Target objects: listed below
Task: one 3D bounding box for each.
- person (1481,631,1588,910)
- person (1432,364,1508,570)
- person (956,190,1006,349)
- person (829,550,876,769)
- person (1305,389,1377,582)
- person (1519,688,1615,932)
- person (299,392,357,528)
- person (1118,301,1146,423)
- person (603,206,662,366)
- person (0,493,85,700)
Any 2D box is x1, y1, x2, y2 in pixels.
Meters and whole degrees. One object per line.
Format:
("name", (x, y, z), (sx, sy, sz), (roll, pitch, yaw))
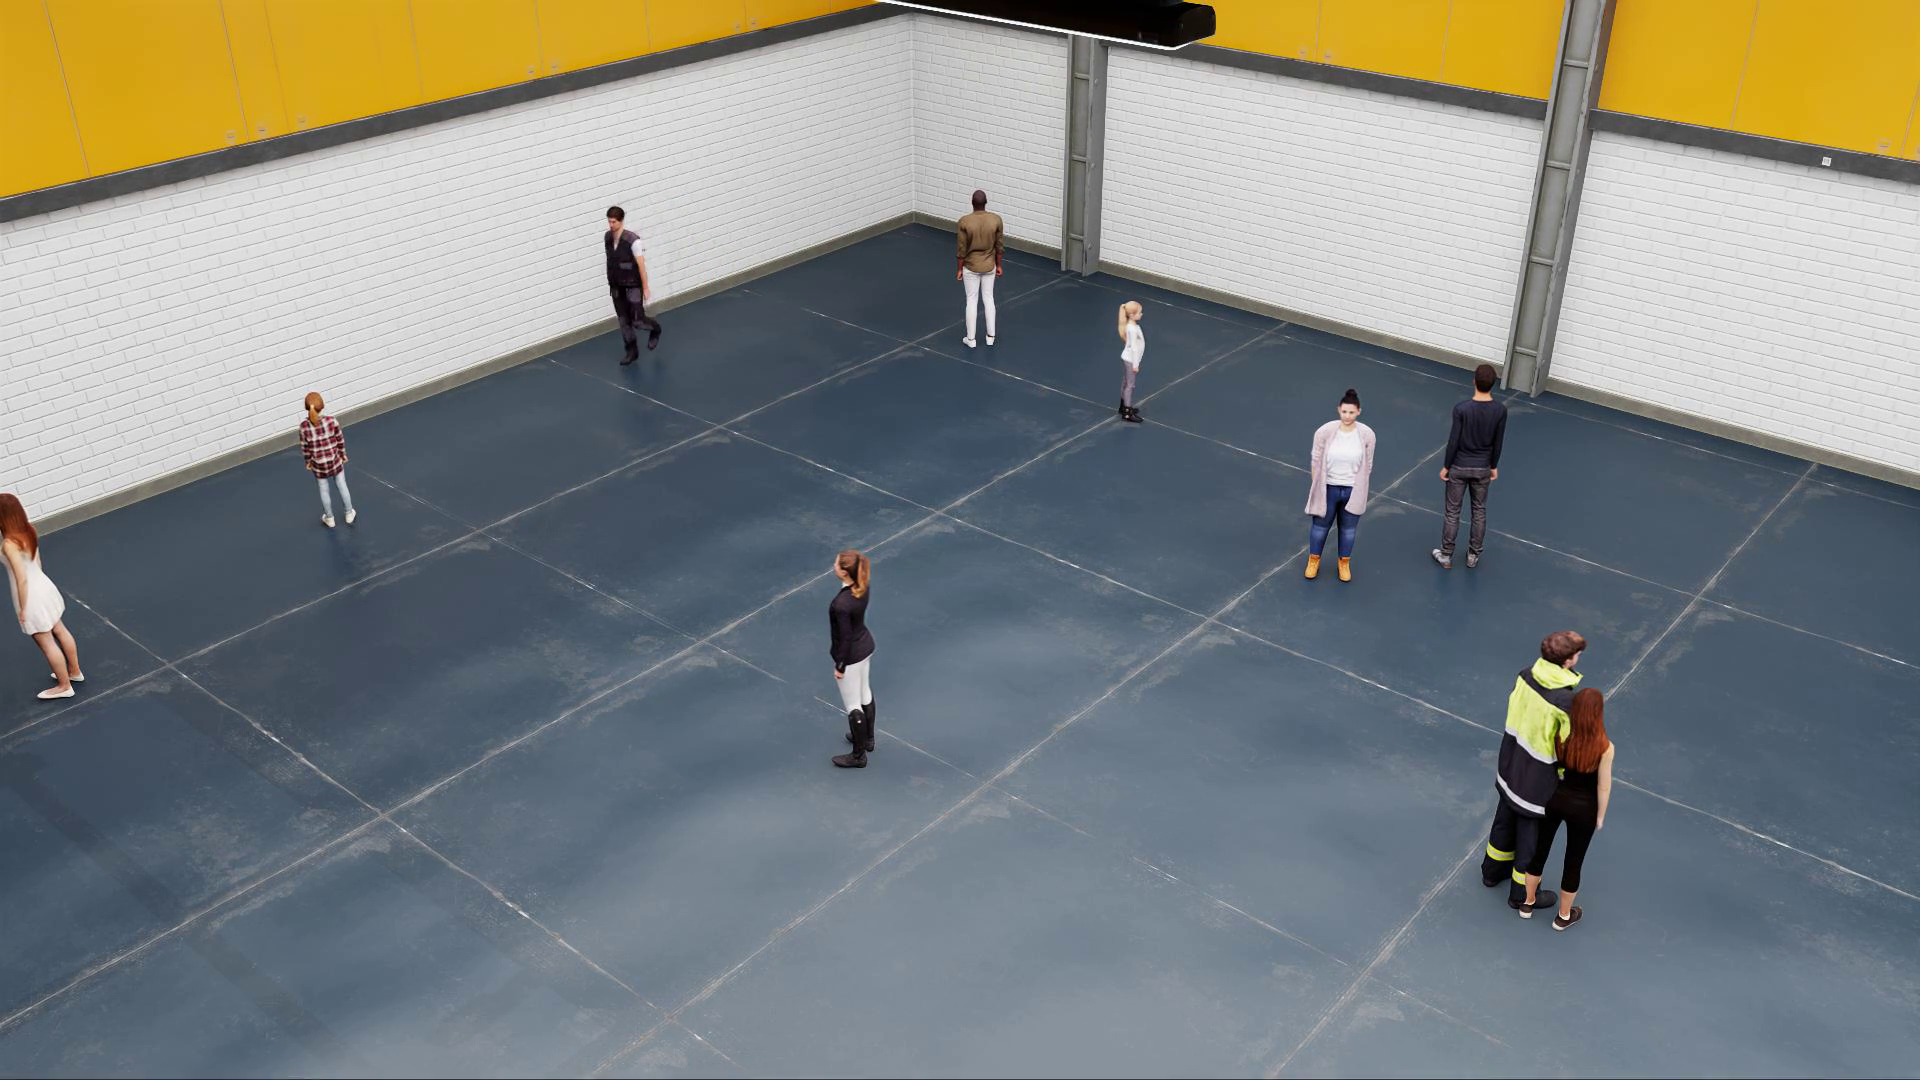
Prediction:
("person", (3.631, 1.422, 10.456), (0.928, 1.983, 0.786), (-11, 30, -19))
("person", (4.398, -0.624, 14.327), (0.700, 1.869, 0.778), (-1, 29, -1))
("person", (0.221, -3.087, 18.886), (0.804, 1.825, 0.808), (-7, 29, -13))
("person", (-0.767, 0.834, 11.800), (0.641, 1.729, 0.639), (9, 30, 16))
("person", (3.238, -0.473, 14.180), (0.747, 1.744, 0.851), (4, 29, 8))
("person", (3.762, 1.652, 10.302), (0.454, 1.726, 0.628), (20, 34, 32))
("person", (-5.768, -0.740, 15.128), (0.607, 1.305, 0.631), (-13, 31, -22))
("person", (1.762, -1.865, 17.216), (0.641, 1.279, 0.582), (-2, 29, -4))
("person", (-3.645, -2.863, 18.485), (0.878, 1.817, 0.831), (14, 31, 23))
("person", (-7.005, 0.414, 12.589), (0.700, 1.711, 0.641), (-2, 29, -4))
